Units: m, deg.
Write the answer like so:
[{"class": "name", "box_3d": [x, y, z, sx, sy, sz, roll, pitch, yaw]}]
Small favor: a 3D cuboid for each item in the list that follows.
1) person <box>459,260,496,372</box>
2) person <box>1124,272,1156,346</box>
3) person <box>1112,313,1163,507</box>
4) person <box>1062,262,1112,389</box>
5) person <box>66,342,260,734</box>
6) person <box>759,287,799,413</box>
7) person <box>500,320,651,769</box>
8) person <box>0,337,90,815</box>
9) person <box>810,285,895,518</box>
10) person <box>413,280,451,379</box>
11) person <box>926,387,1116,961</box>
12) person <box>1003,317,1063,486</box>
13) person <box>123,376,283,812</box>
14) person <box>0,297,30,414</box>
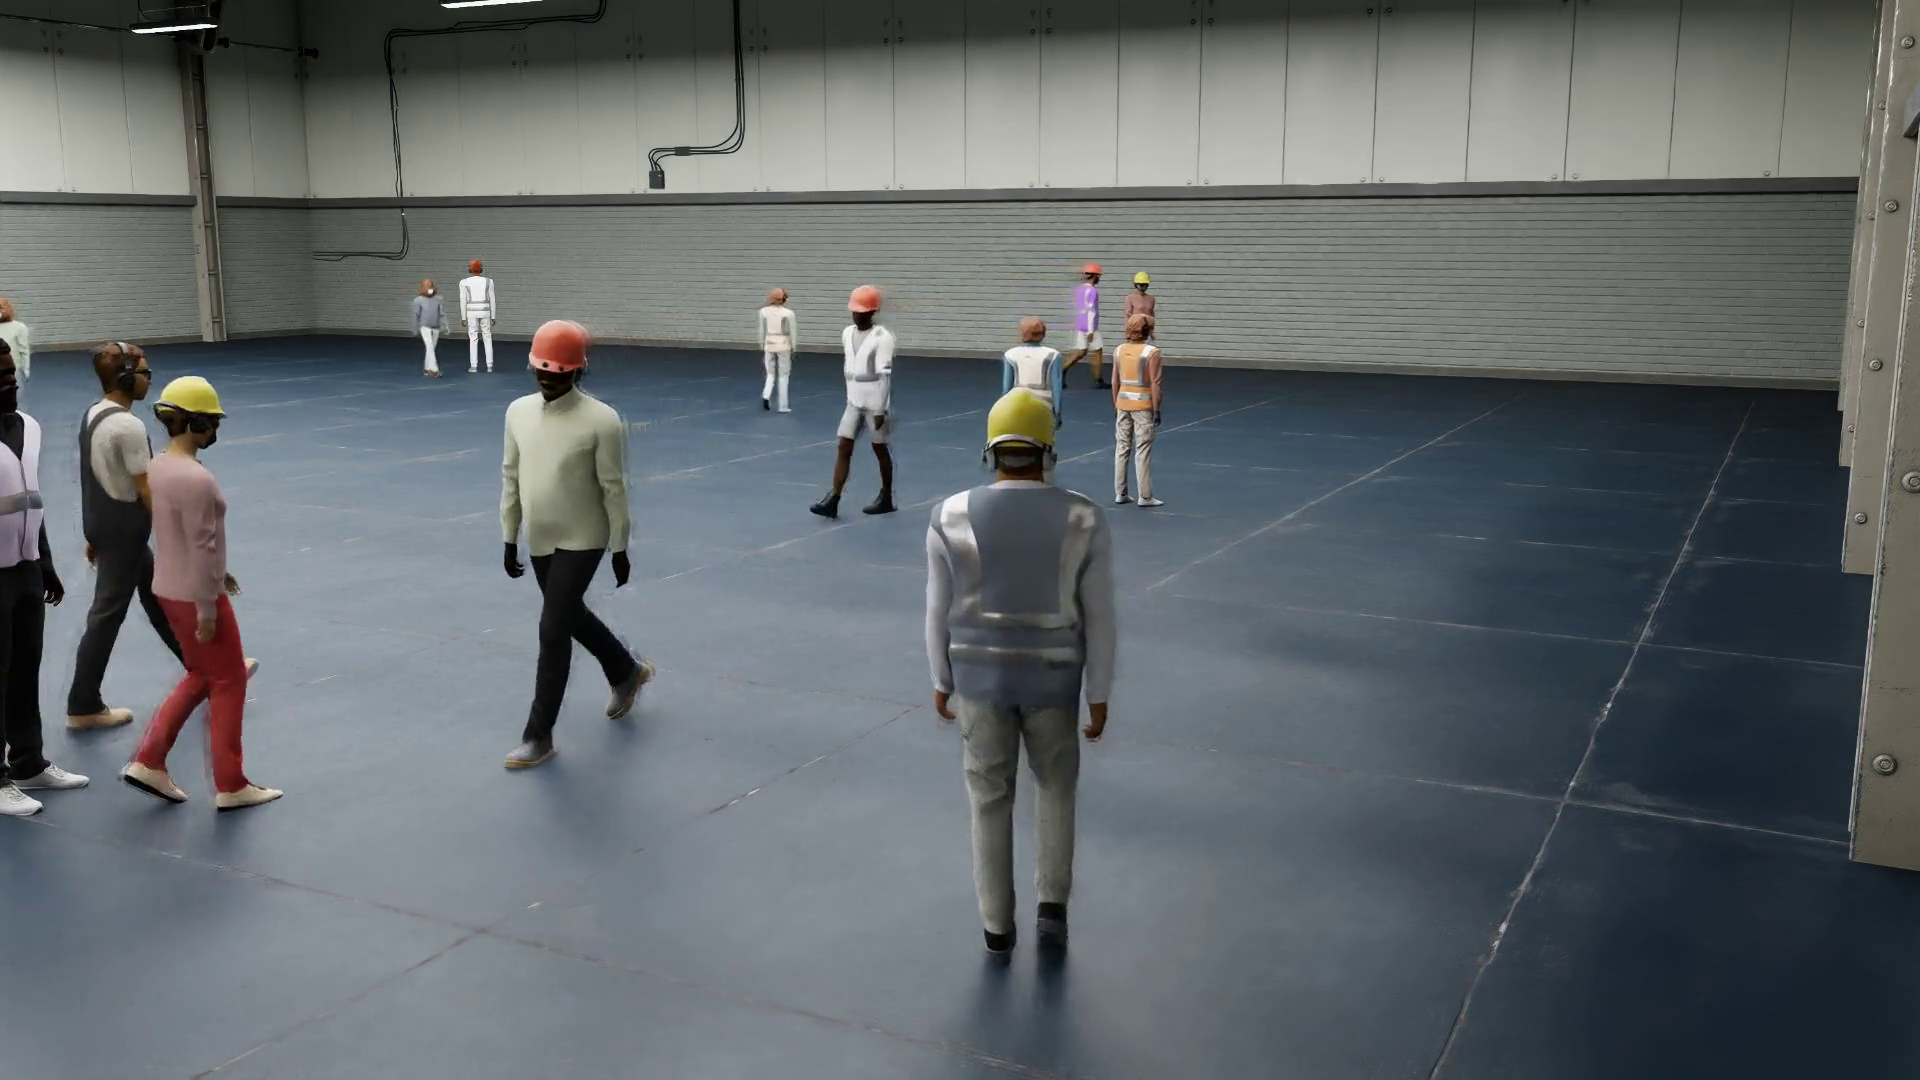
[{"class": "person", "box_3d": [-8.104, -3.762, 27.989, 0.575, 1.884, 0.355, -5, 11, -23]}, {"class": "person", "box_3d": [2.609, -3.011, 24.314, 0.556, 1.776, 0.471, -5, 12, -28]}, {"class": "person", "box_3d": [1.501, -1.101, 14.138, 0.315, 1.640, 0.514, -10, 14, -43]}, {"class": "person", "box_3d": [1.841, -3.178, 24.752, 0.853, 1.907, 0.551, -3, 11, -18]}, {"class": "person", "box_3d": [-3.825, -0.025, 7.840, 0.947, 1.794, 0.539, -10, 14, -42]}, {"class": "person", "box_3d": [-2.337, -2.439, 21.447, 0.542, 1.626, 0.375, 4, 11, 19]}, {"class": "person", "box_3d": [-1.724, -0.027, 7.484, 0.622, 1.945, 0.990, 5, 12, 26]}, {"class": "person", "box_3d": [-3.854, 0.129, 6.676, 0.392, 1.919, 0.592, 1, 10, 3]}, {"class": "person", "box_3d": [-0.823, -1.096, 13.425, 0.568, 1.888, 0.950, 9, 13, 39]}, {"class": "person", "box_3d": [-8.563, -3.411, 26.894, 0.504, 1.579, 0.901, -10, 14, -42]}, {"class": "person", "box_3d": [0.187, 0.429, 5.299, 0.597, 1.819, 0.439, 0, 10, 1]}, {"class": "person", "box_3d": [0.641, -1.082, 14.117, 0.540, 1.610, 0.730, 3, 11, 15]}, {"class": "person", "box_3d": [-3.098, 0.221, 6.657, 0.536, 1.742, 0.545, 10, 14, 43]}, {"class": "person", "box_3d": [-10.578, -1.891, 18.496, 0.518, 1.618, 0.373, -1, 10, -5]}]
